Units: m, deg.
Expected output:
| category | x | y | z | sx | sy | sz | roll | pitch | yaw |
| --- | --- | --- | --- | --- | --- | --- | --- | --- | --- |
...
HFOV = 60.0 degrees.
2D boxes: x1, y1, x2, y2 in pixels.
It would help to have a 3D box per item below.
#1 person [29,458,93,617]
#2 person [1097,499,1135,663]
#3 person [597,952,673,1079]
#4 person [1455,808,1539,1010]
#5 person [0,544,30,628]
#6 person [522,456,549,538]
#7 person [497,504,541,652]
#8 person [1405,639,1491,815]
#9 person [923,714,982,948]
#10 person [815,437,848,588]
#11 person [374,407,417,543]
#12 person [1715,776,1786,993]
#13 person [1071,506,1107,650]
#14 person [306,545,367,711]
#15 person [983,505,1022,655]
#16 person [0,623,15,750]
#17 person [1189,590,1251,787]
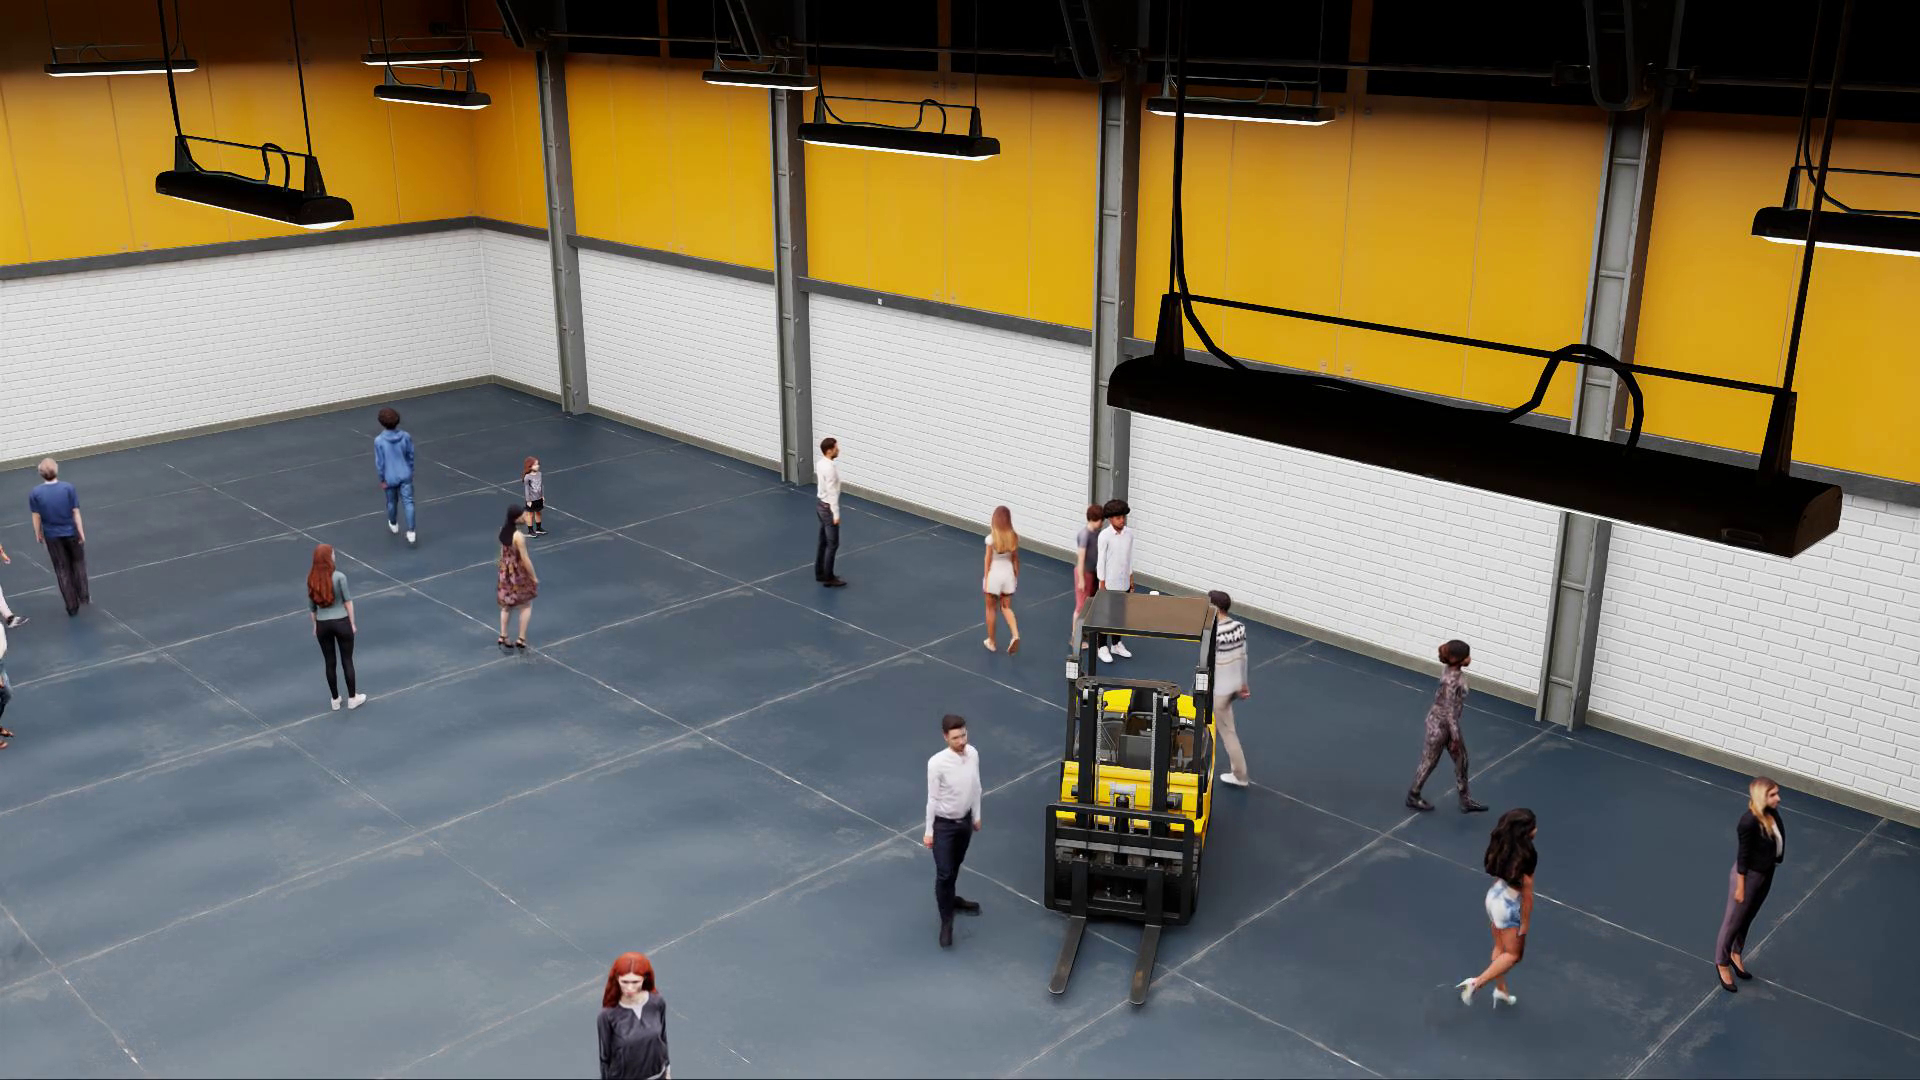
| category | x | y | z | sx | sy | sz | roll | pitch | yaw |
| --- | --- | --- | --- | --- | --- | --- | --- | --- | --- |
| person | -10.442 | -0.009 | 19.348 | 0.792 | 1.853 | 0.873 | -10 | 21 | -28 |
| person | 1.683 | 0.422 | 18.136 | 0.674 | 1.810 | 0.642 | -12 | 22 | -31 |
| person | -1.923 | 3.222 | 9.865 | 0.637 | 1.782 | 0.593 | -10 | 21 | -27 |
| person | 3.822 | 2.659 | 11.806 | 0.821 | 1.609 | 0.842 | -6 | 19 | -16 |
| person | -11.227 | 0.265 | 19.023 | 0.918 | 1.541 | 0.858 | 0 | 19 | 0 |
| person | -5.706 | -0.595 | 22.259 | 0.505 | 1.105 | 0.507 | 11 | 21 | 29 |
| person | -4.852 | 0.459 | 18.144 | 0.629 | 1.735 | 0.775 | 10 | 21 | 27 |
| person | 4.183 | 1.648 | 14.692 | 1.021 | 1.685 | 0.789 | 8 | 20 | 22 |
| person | -0.069 | 2.164 | 12.917 | 0.813 | 1.838 | 0.816 | -18 | 25 | -42 |
| person | -1.625 | -0.348 | 20.339 | 0.801 | 1.863 | 0.652 | -7 | 20 | -20 |
| person | -7.377 | -0.820 | 21.880 | 0.962 | 1.774 | 1.256 | -8 | 20 | -23 |
| person | 5.782 | 2.496 | 12.192 | 0.617 | 1.671 | 0.555 | -14 | 23 | -36 |
| person | 1.413 | 0.384 | 18.518 | 0.626 | 1.638 | 0.625 | 12 | 22 | 31 |
| person | -6.352 | 0.885 | 16.867 | 0.669 | 1.743 | 0.727 | 0 | 19 | -1 |
| person | 0.481 | 0.472 | 18.197 | 0.768 | 1.676 | 0.989 | -10 | 21 | -27 |
| person | -9.376 | 1.240 | 15.958 | 0.827 | 1.649 | 0.725 | -10 | 21 | -27 |
| person | 2.471 | 1.400 | 15.236 | 0.666 | 1.807 | 1.147 | -18 | 25 | -42 |
